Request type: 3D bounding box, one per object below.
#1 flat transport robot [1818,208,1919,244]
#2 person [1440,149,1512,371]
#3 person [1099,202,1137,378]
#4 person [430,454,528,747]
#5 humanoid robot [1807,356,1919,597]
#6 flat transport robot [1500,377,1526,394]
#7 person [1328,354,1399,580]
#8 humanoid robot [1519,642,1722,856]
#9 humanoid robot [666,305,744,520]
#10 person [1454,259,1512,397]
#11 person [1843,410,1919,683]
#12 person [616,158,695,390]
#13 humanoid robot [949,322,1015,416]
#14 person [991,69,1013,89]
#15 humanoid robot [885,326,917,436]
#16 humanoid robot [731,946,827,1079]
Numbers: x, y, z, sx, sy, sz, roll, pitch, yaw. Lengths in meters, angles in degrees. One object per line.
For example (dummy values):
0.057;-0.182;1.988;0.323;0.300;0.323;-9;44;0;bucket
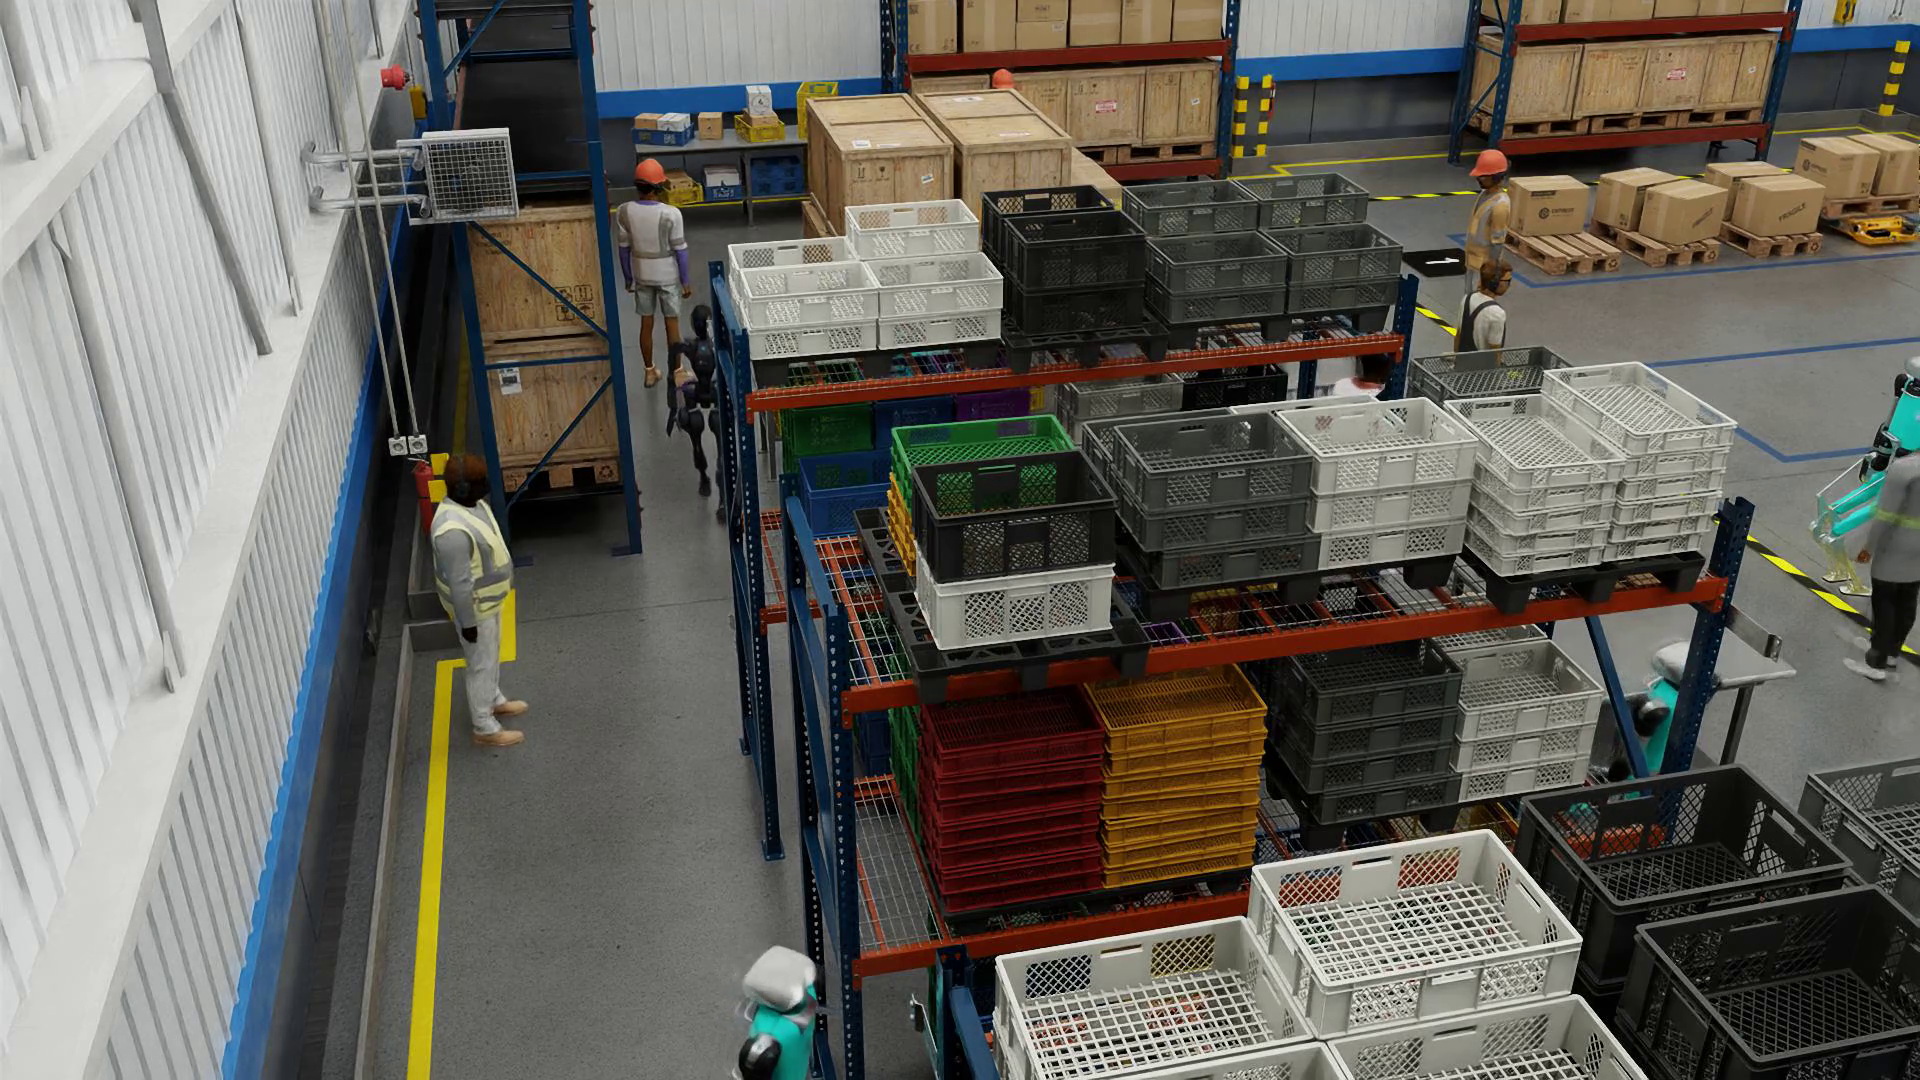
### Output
10.199;-3.710;19.056;0.652;0.197;1.431;-6;28;-12;flat transport robot
4.635;-2.477;14.851;0.376;2.039;0.605;1;28;1;person
1.333;-2.080;14.434;0.545;1.730;0.612;14;31;24;person
-2.807;0.345;9.720;0.429;1.836;0.626;-2;28;-3;person
6.054;-0.421;11.123;0.735;1.680;0.533;-1;28;-3;humanoid robot
4.780;-1.036;14.013;0.659;0.231;1.431;-6;28;-12;flat transport robot
2.651;-0.454;11.186;0.955;1.878;0.591;-9;29;-17;person
3.165;1.147;8.333;0.565;1.741;0.974;-18;33;-30;humanoid robot
-1.907;-0.986;12.456;0.608;1.622;0.785;-4;28;-7;humanoid robot
3.962;-1.258;12.748;0.345;1.841;0.506;-9;29;-17;person
5.891;-0.011;10.375;0.596;1.852;0.395;-7;29;-13;person
-2.645;-2.312;14.540;0.616;2.039;0.391;6;28;10;person
0.163;-1.221;12.648;0.533;1.673;0.735;2;28;3;humanoid robot
0.447;-4.201;18.251;0.556;1.925;0.413;-4;28;-7;person
-0.159;-0.847;12.100;0.986;1.775;0.530;8;29;15;humanoid robot
-0.887;2.212;6.292;1.000;1.742;0.530;9;29;17;humanoid robot
